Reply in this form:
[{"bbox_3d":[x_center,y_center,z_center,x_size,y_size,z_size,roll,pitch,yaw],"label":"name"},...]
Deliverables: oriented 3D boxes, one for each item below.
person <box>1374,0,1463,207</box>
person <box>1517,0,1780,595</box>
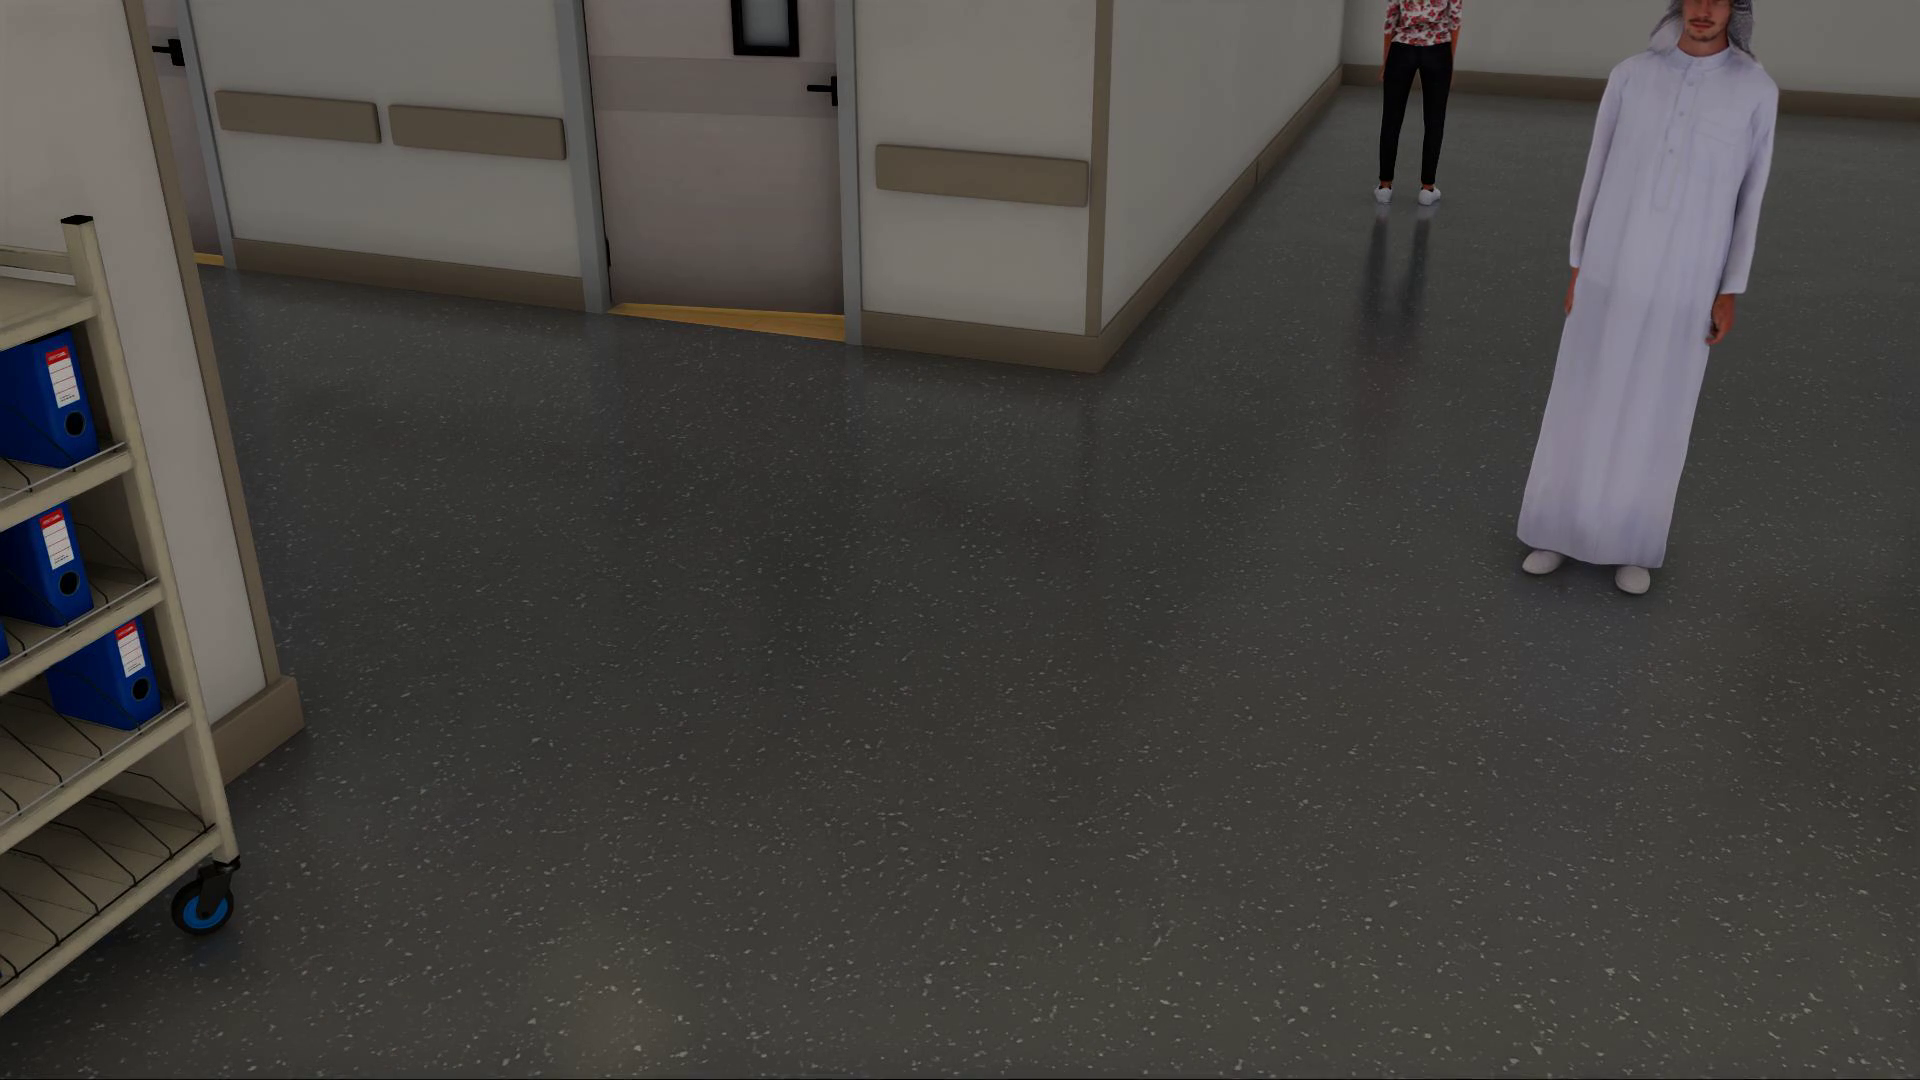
[{"bbox_3d":[2.594,-2.728,9.401,0.568,1.634,0.509,8,27,17],"label":"person"},{"bbox_3d":[2.094,-0.788,5.038,0.721,1.931,0.678,13,29,25],"label":"person"}]
